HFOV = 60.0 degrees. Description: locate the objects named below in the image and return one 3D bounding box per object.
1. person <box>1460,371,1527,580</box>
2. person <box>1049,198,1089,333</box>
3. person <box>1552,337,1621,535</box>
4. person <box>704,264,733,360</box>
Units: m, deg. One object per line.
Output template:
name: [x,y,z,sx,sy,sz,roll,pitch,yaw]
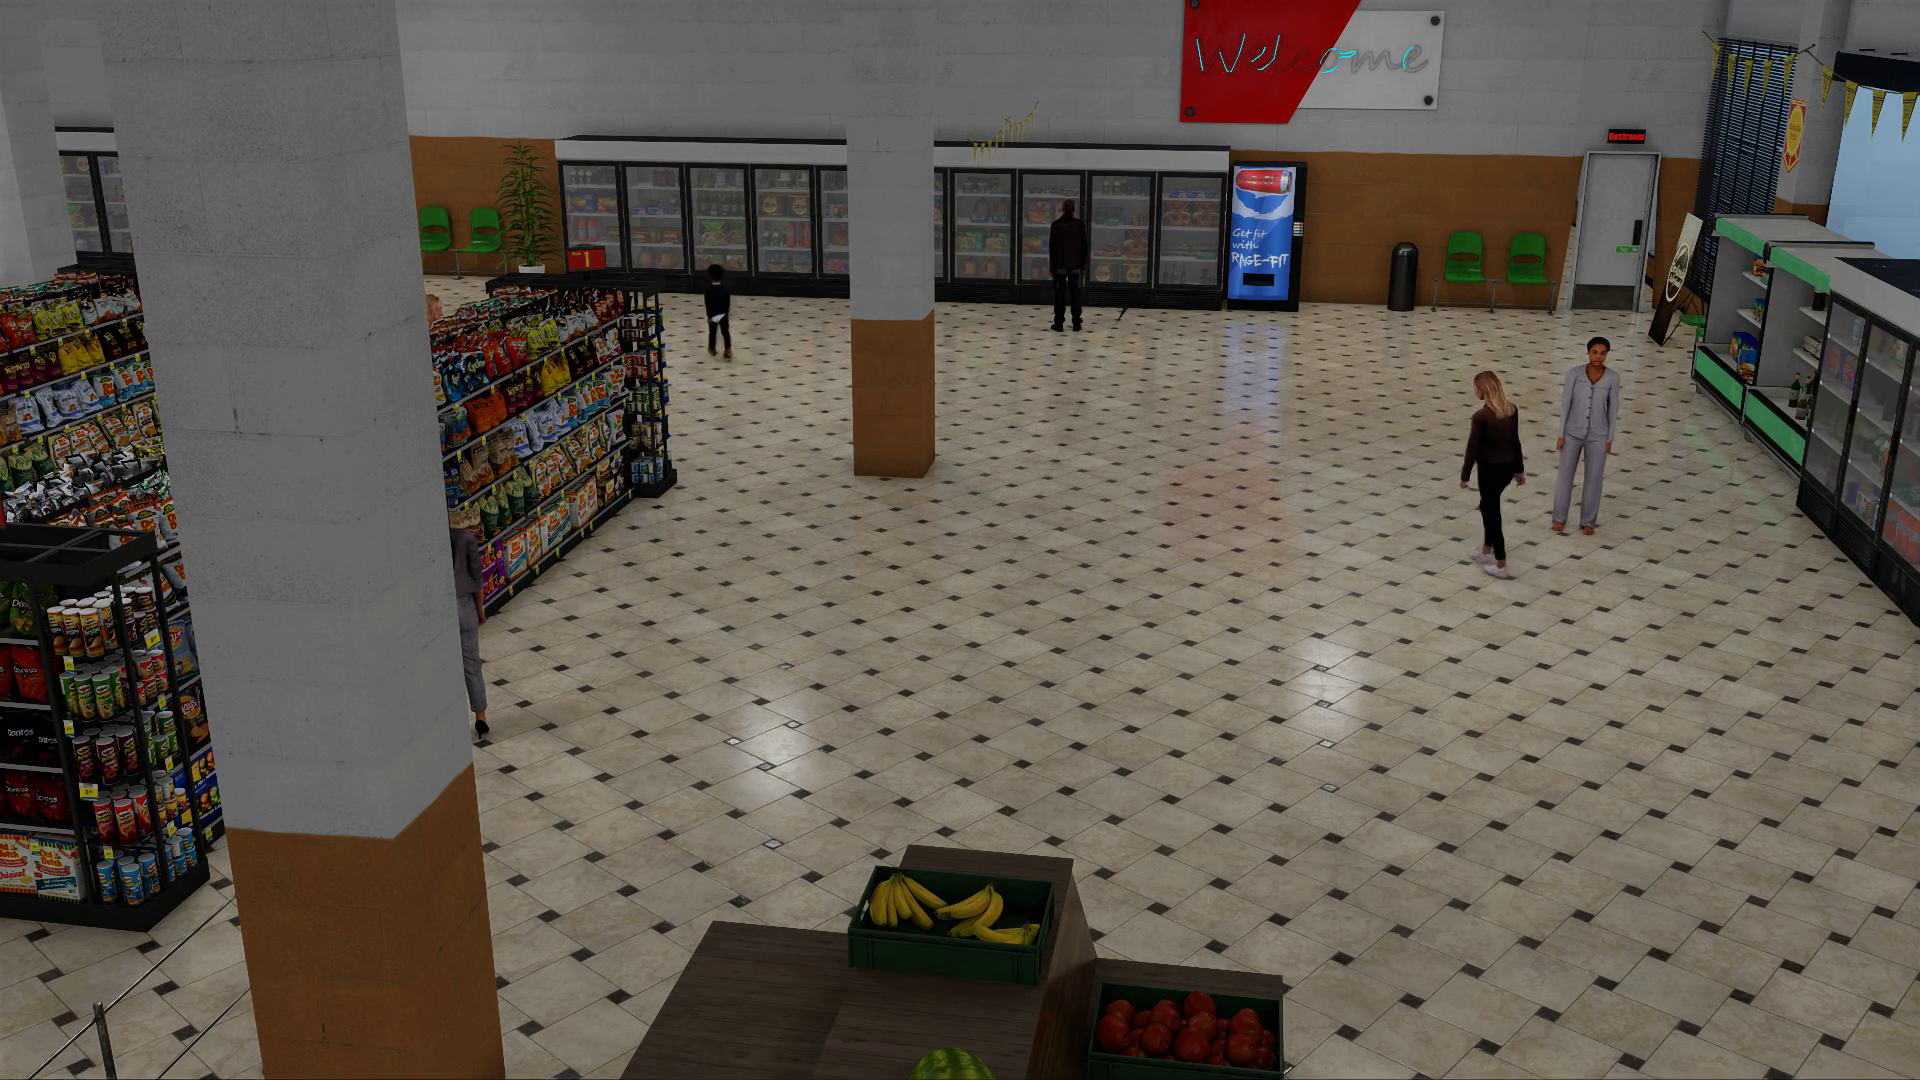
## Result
person: [4.338,-0.488,13.330,0.872,1.670,0.927,-9,21,-25]
person: [1.482,-3.784,22.862,0.752,1.825,0.692,-1,19,-3]
person: [5.471,-0.934,14.549,0.664,1.735,0.614,7,20,20]
person: [-3.049,-2.888,21.175,0.771,1.204,0.916,-8,20,-22]
